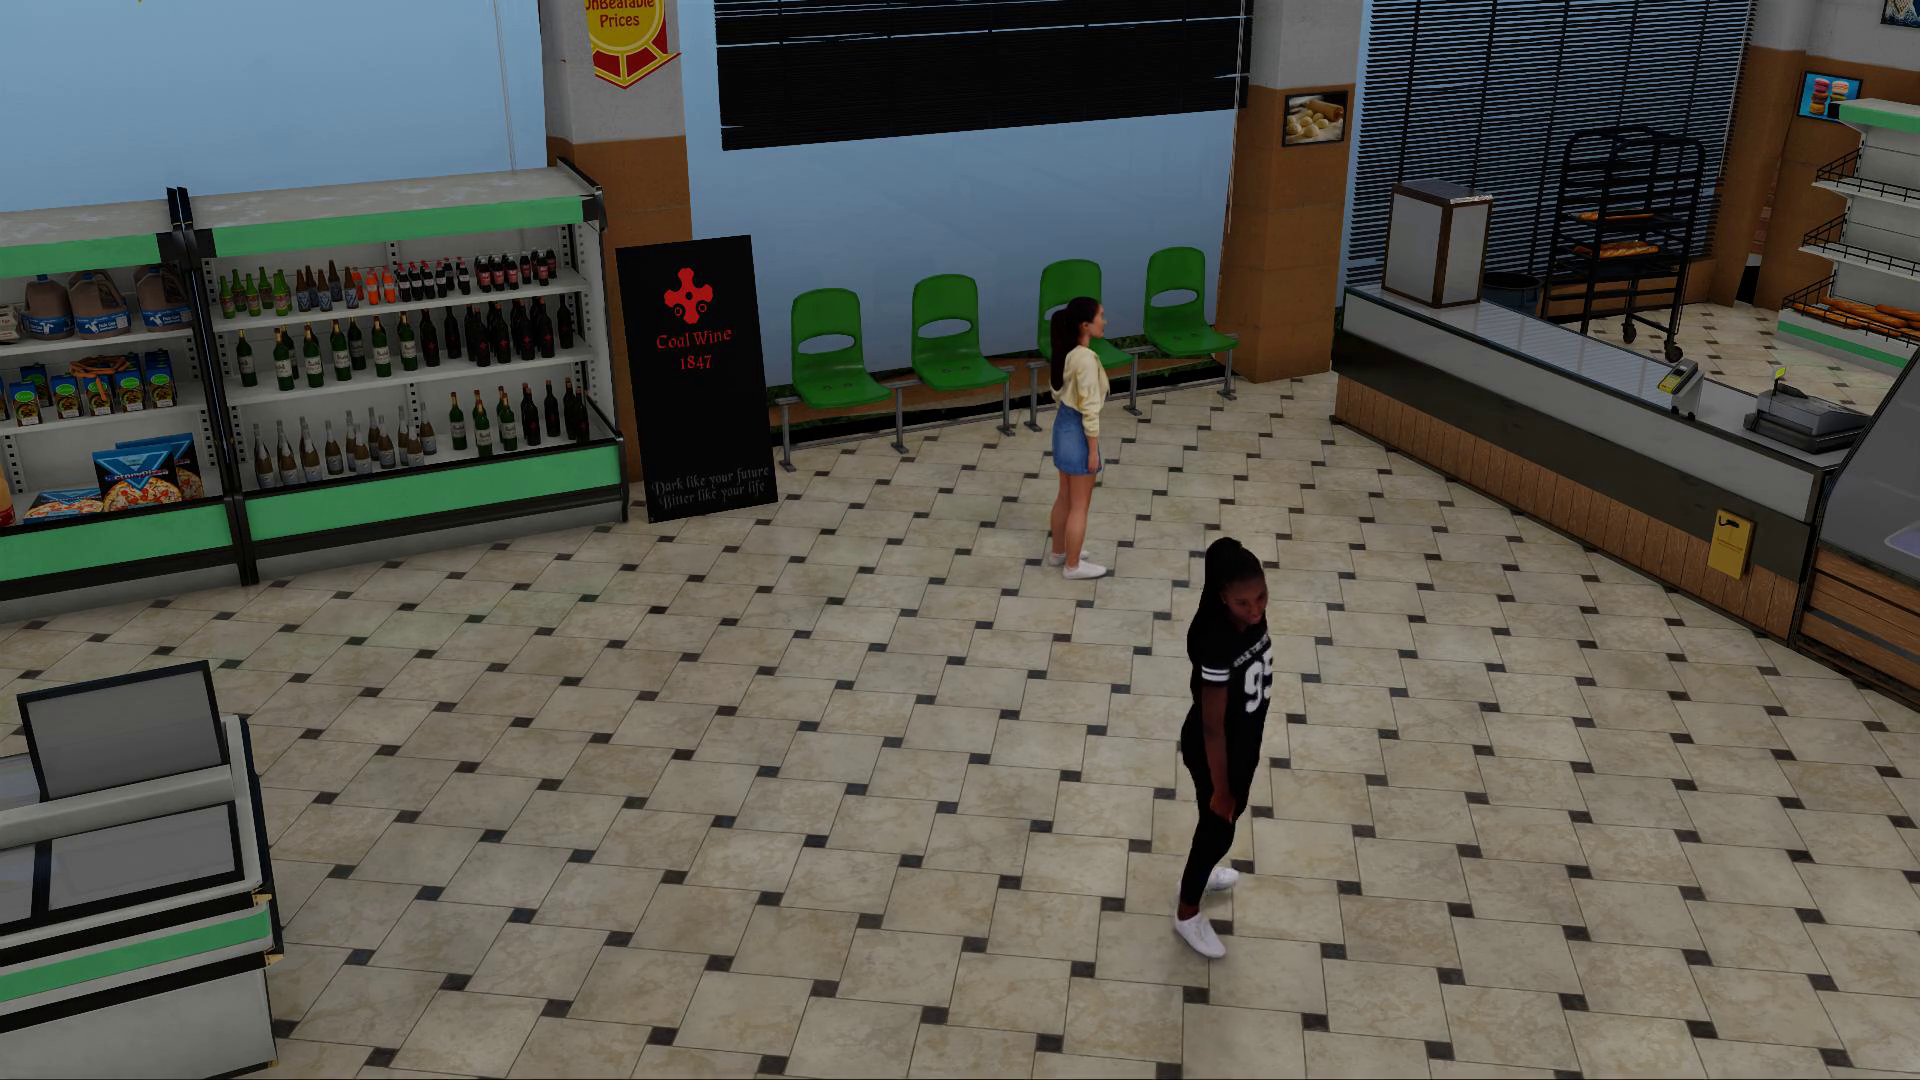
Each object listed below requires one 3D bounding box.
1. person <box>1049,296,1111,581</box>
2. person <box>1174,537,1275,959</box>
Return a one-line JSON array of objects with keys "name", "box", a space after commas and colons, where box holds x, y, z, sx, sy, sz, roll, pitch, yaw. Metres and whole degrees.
[{"name": "person", "box": [0.659, -0.582, 9.421, 0.571, 1.630, 0.667, -7, 25, -16]}, {"name": "person", "box": [0.954, 0.768, 6.230, 0.928, 1.715, 0.826, 5, 24, 12]}]
